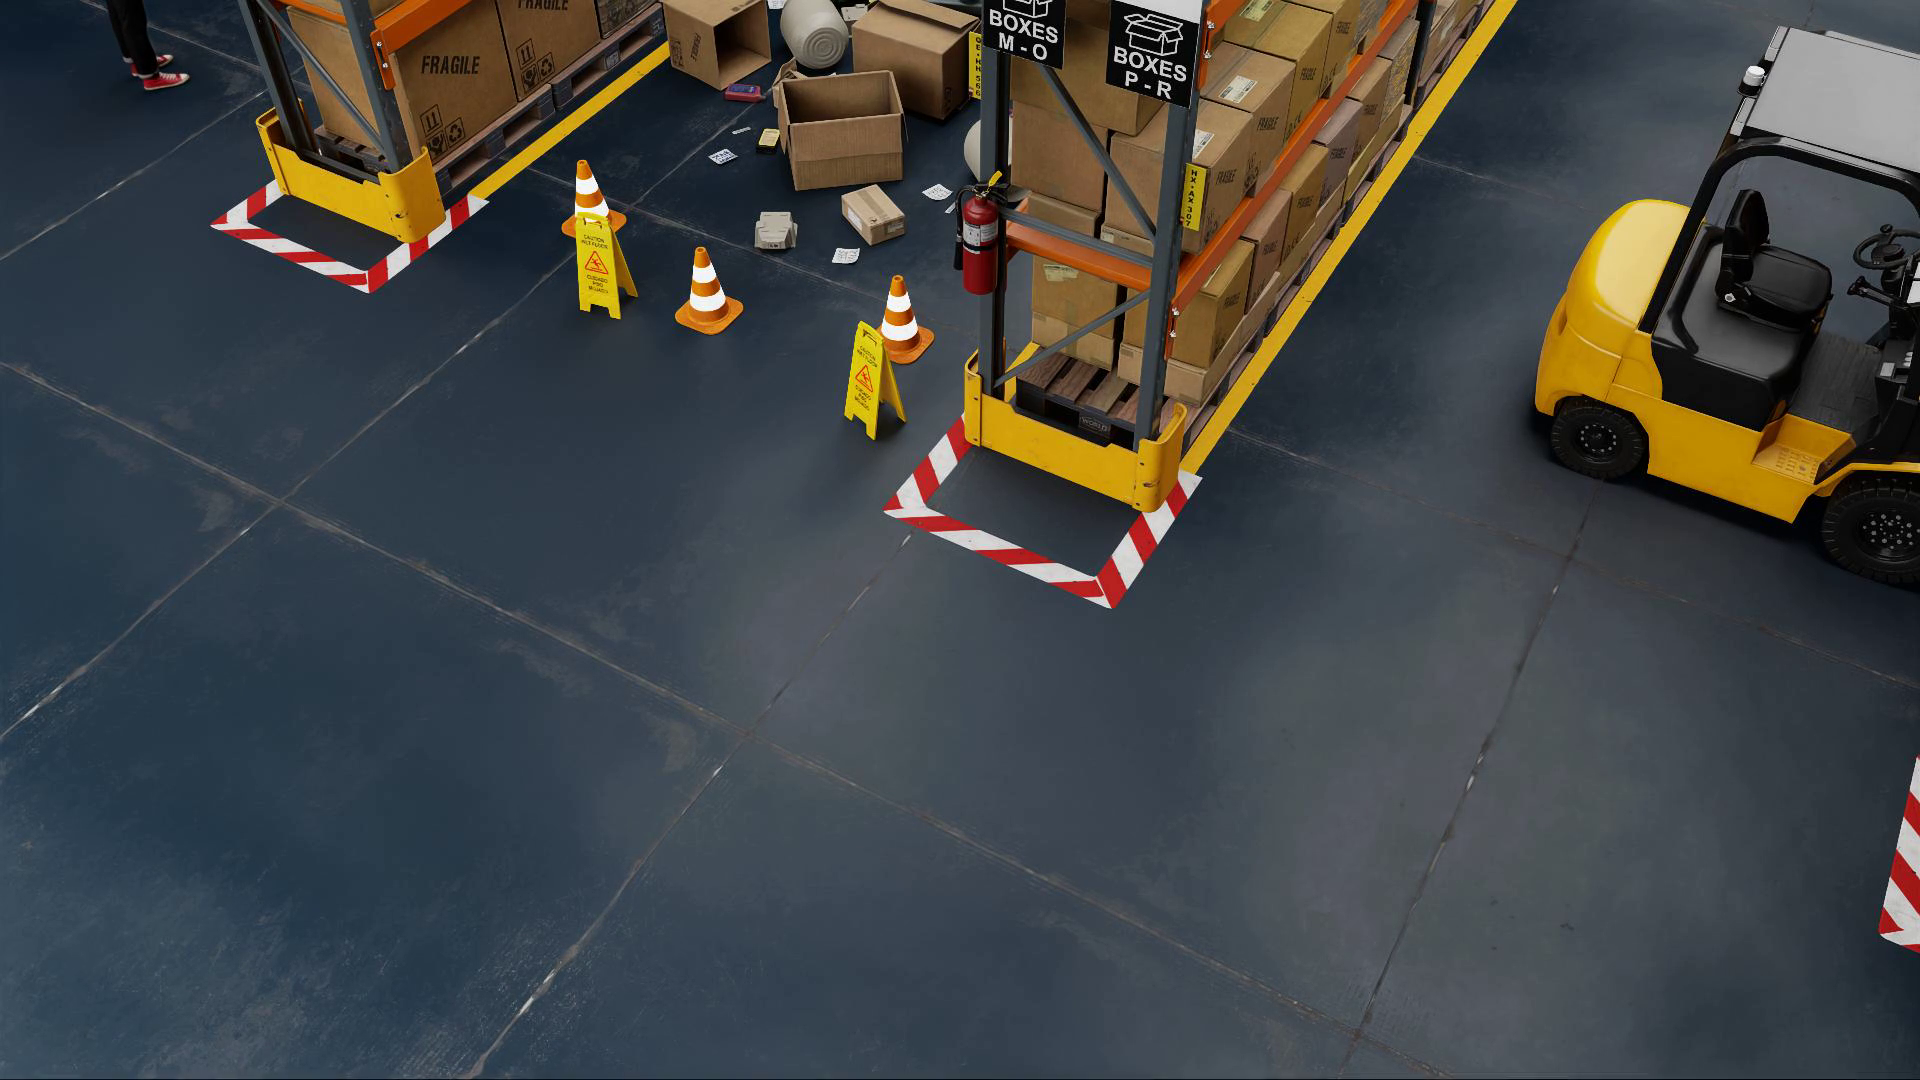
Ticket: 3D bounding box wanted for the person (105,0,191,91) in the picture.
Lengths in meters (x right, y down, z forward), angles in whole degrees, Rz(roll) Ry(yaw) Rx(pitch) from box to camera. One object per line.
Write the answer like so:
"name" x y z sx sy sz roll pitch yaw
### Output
"person" -5.592 -3.809 10.893 0.737 1.760 0.774 -30 54 -25
